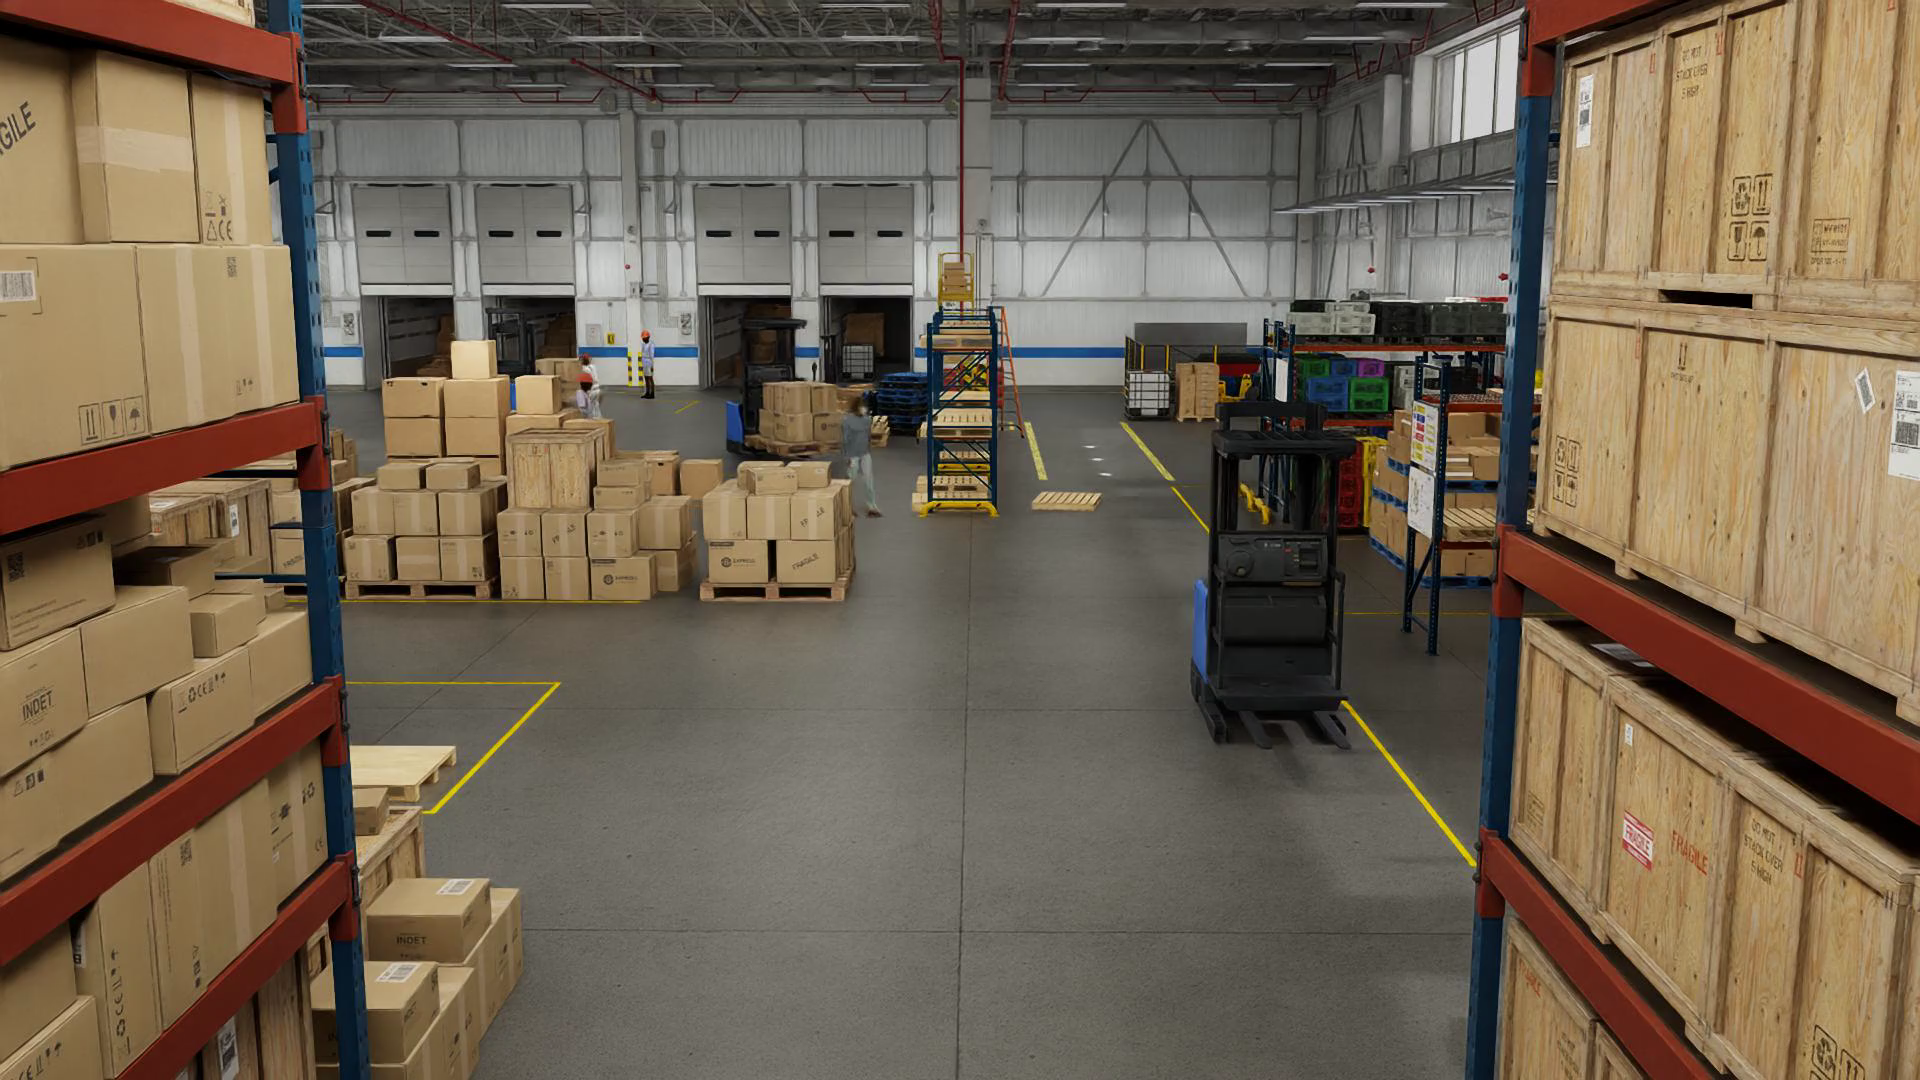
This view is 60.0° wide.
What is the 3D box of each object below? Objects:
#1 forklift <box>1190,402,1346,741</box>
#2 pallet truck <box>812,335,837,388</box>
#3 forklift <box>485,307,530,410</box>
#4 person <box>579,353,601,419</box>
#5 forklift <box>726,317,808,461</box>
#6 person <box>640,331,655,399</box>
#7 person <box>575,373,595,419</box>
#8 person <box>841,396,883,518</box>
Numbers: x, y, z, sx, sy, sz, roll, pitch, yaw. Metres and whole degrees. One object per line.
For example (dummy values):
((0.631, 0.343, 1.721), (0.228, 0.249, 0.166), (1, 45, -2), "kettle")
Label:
((2.698, 0.176, 14.688), (1.129, 2.768, 1.873), (0, 10, 1), "forklift")
((-3.021, -4.312, 43.126), (1.885, 1.965, 0.823), (3, 10, 17), "pallet truck")
((-10.754, -4.150, 39.646), (1.129, 2.768, 1.873), (0, 10, 1), "forklift")
((-8.411, -3.337, 37.906), (0.435, 1.855, 0.700), (1, 10, 6), "person")
((-3.956, -3.089, 33.522), (1.129, 2.768, 1.873), (-5, 11, -27), "forklift")
((-8.855, -4.956, 47.048), (0.386, 1.929, 0.544), (-9, 13, -42), "person")
((-6.928, -2.173, 31.102), (1.004, 1.880, 0.559), (0, 10, 0), "person")
((-1.519, -1.262, 25.780), (0.662, 1.902, 0.872), (-9, 13, -41), "person")
